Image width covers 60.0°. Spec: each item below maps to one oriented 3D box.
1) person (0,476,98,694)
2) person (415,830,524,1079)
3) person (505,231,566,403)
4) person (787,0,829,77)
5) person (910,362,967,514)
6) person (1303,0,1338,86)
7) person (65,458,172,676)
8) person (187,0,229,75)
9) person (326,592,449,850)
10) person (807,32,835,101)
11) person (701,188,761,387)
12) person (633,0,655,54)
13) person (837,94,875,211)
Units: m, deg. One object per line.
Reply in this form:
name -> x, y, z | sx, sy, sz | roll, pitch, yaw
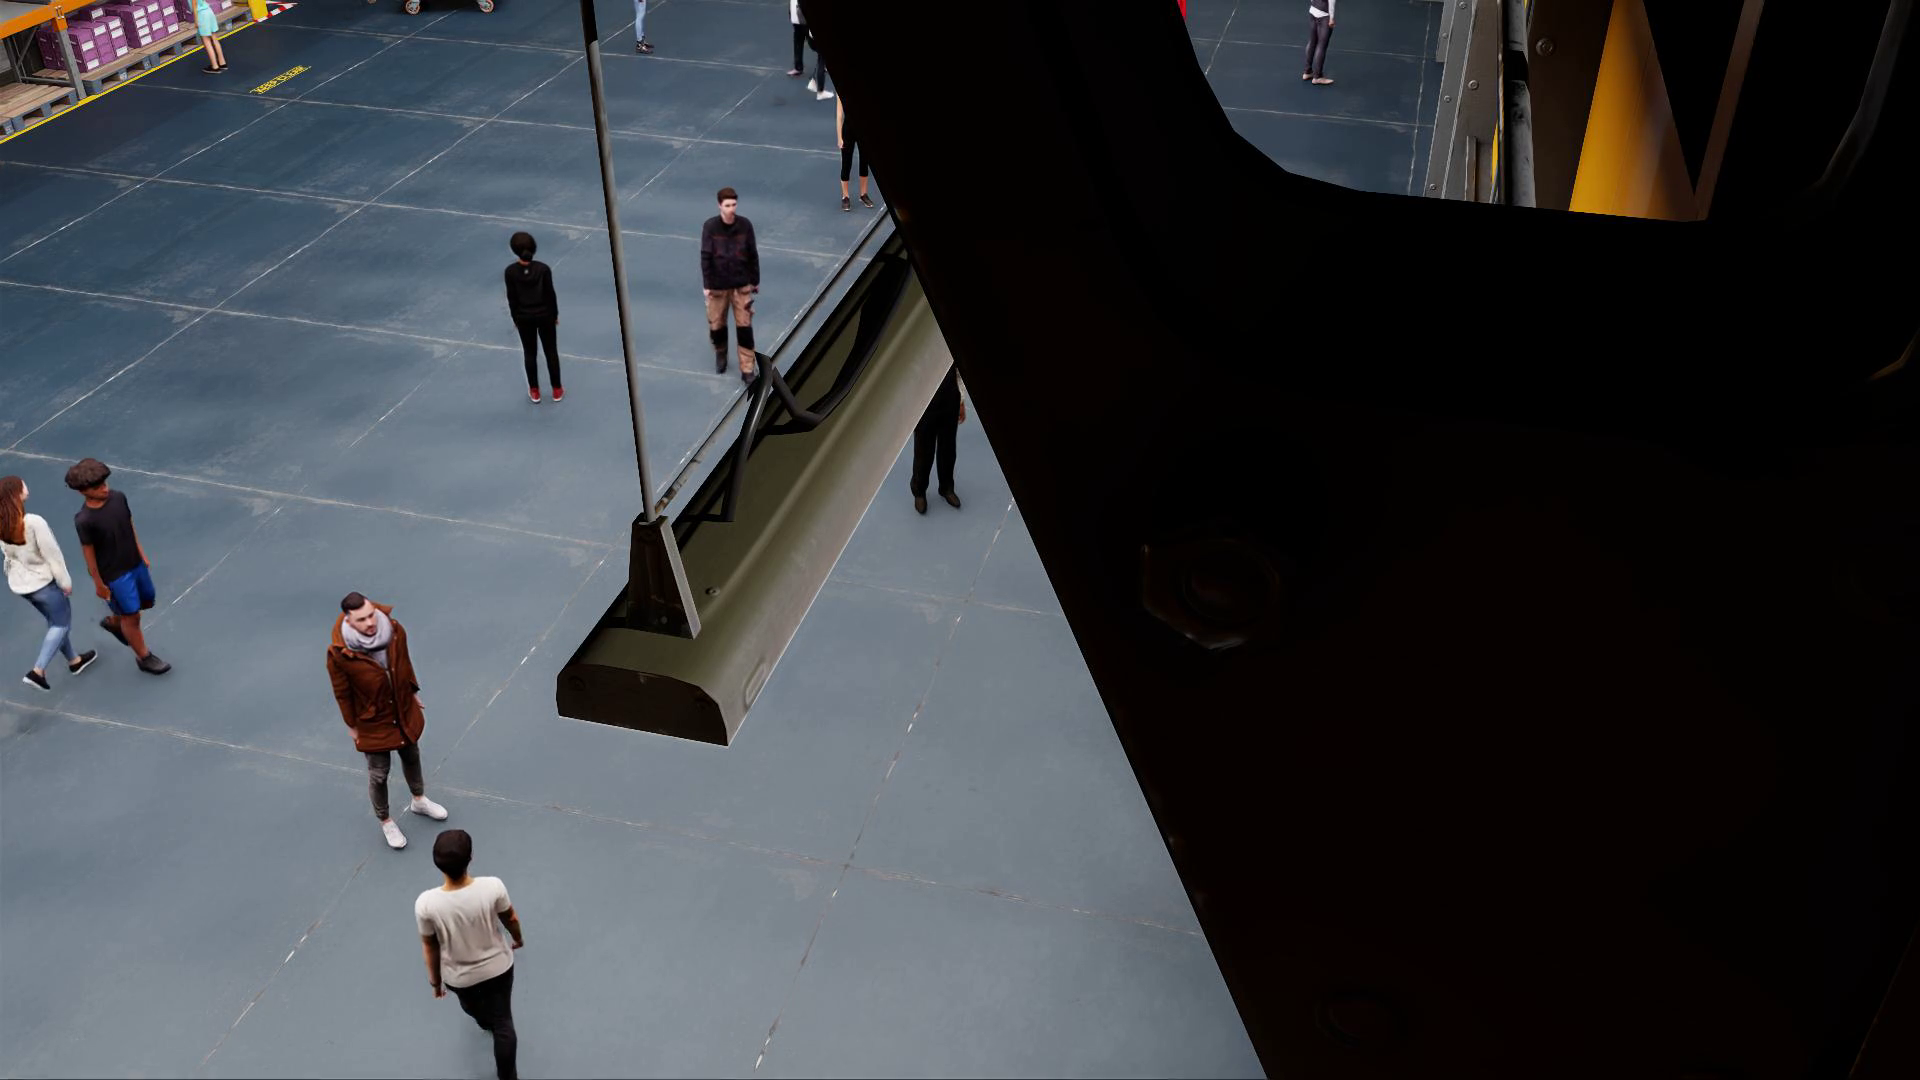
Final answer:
person -> -6.535, 0.352, 11.709 | 0.626, 1.673, 0.889 | 9, 35, 13
person -> -2.549, 2.295, 8.774 | 0.990, 1.686, 1.150 | -10, 35, -15
person -> -3.915, -2.054, 15.329 | 0.655, 1.673, 0.645 | -5, 34, -7
person -> -2.078, -7.307, 23.320 | 1.120, 1.576, 1.008 | -23, 40, -31
person -> -0.201, -1.140, 13.731 | 0.781, 1.919, 0.792 | -11, 35, -16
person -> 5.013, -7.254, 23.013 | 0.844, 1.827, 0.752 | -13, 36, -18
person -> -6.085, 0.171, 11.883 | 0.717, 1.781, 0.817 | 12, 36, 18
person -> -10.672, -7.386, 23.454 | 0.634, 1.558, 0.508 | 3, 34, 5
person -> -3.622, 1.095, 10.442 | 0.873, 1.839, 0.772 | 22, 40, 30
person -> -1.954, -6.759, 22.388 | 0.828, 1.695, 0.762 | -16, 37, -23
person -> -2.177, -2.401, 15.632 | 0.980, 1.916, 1.086 | -10, 35, -15
person -> -4.688, -8.013, 24.253 | 0.705, 1.719, 0.559 | -1, 34, -2
person -> -1.207, -4.696, 19.256 | 0.659, 1.725, 0.688 | -12, 35, -17
